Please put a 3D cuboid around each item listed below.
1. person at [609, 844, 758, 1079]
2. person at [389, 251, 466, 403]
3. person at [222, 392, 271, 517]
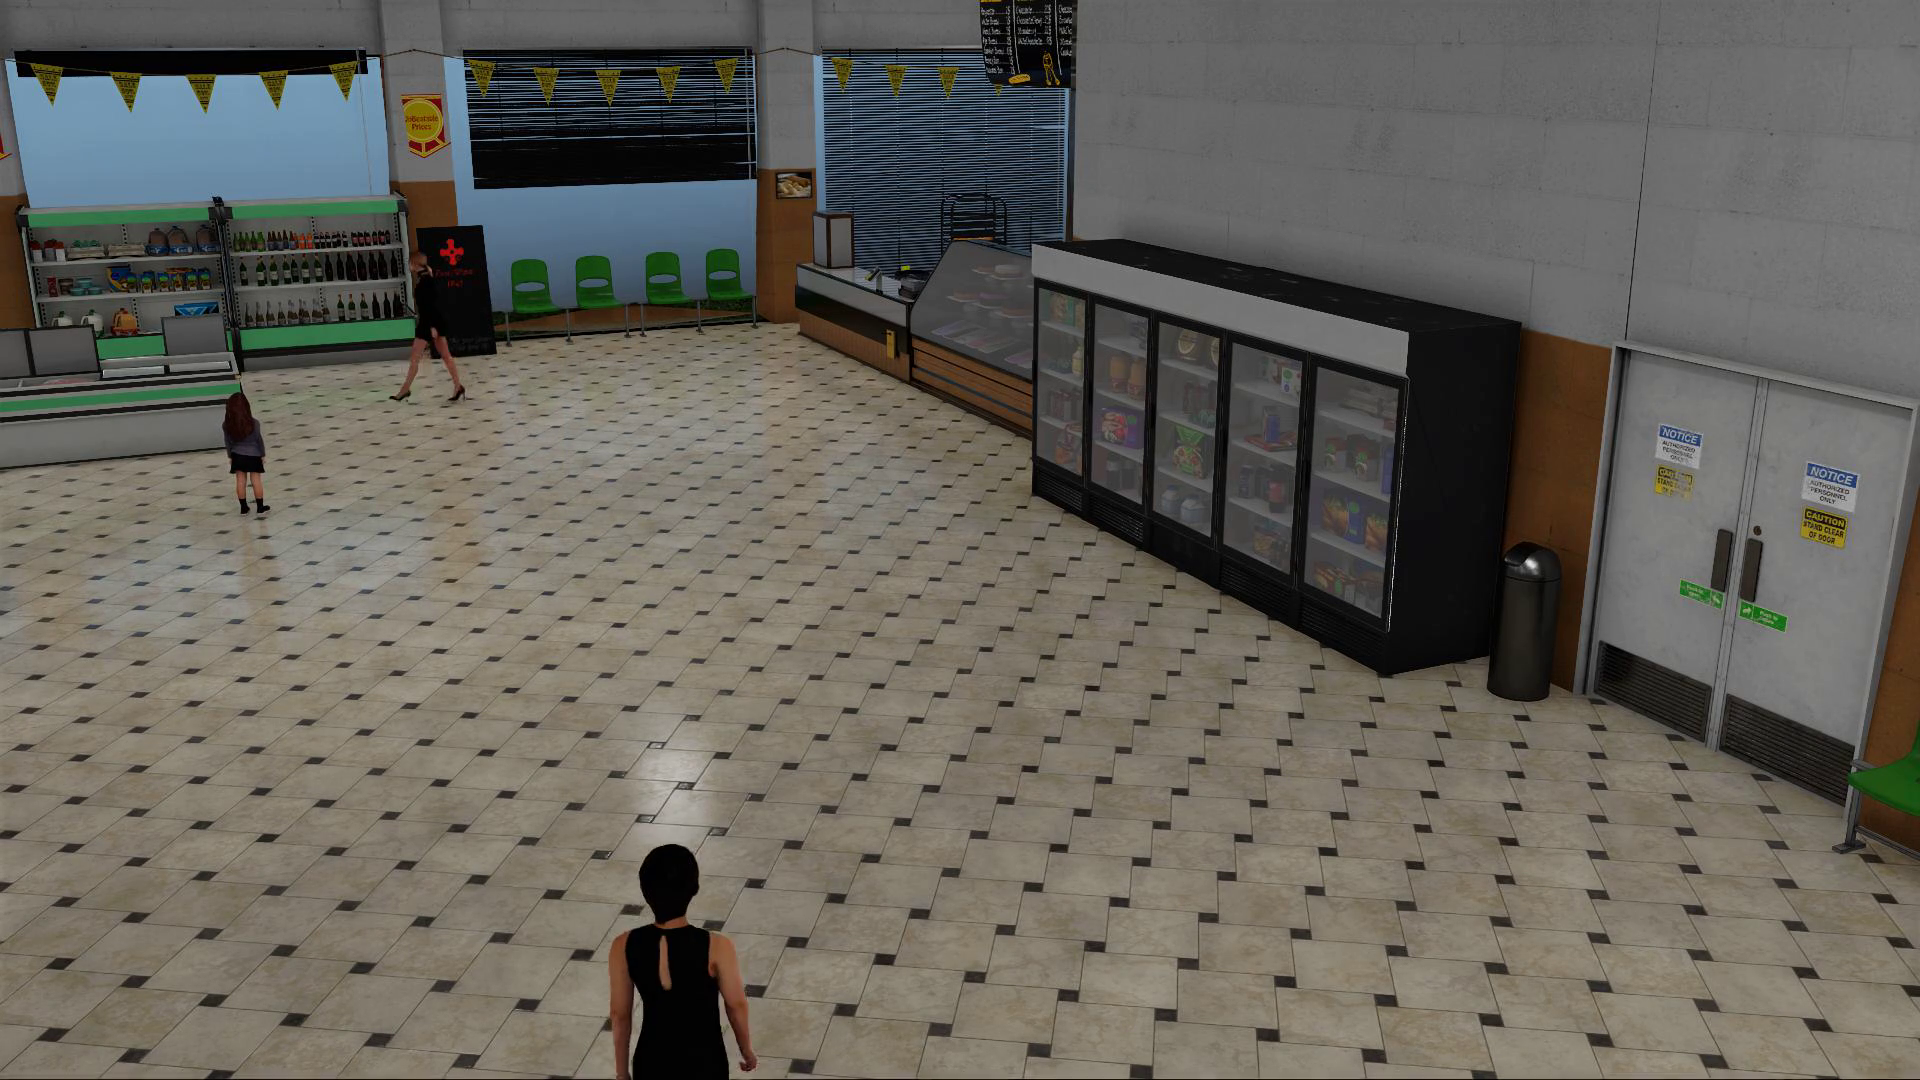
[{"bbox_3d":[-0.930,1.794,5.398,0.887,1.577,0.901,3,17,10],"label":"person"},{"bbox_3d":[-5.940,-2.395,18.935,1.114,1.725,0.764,-4,17,-12],"label":"person"},{"bbox_3d":[-6.289,-0.764,14.631,0.455,1.106,0.577,-3,17,-9],"label":"person"}]
